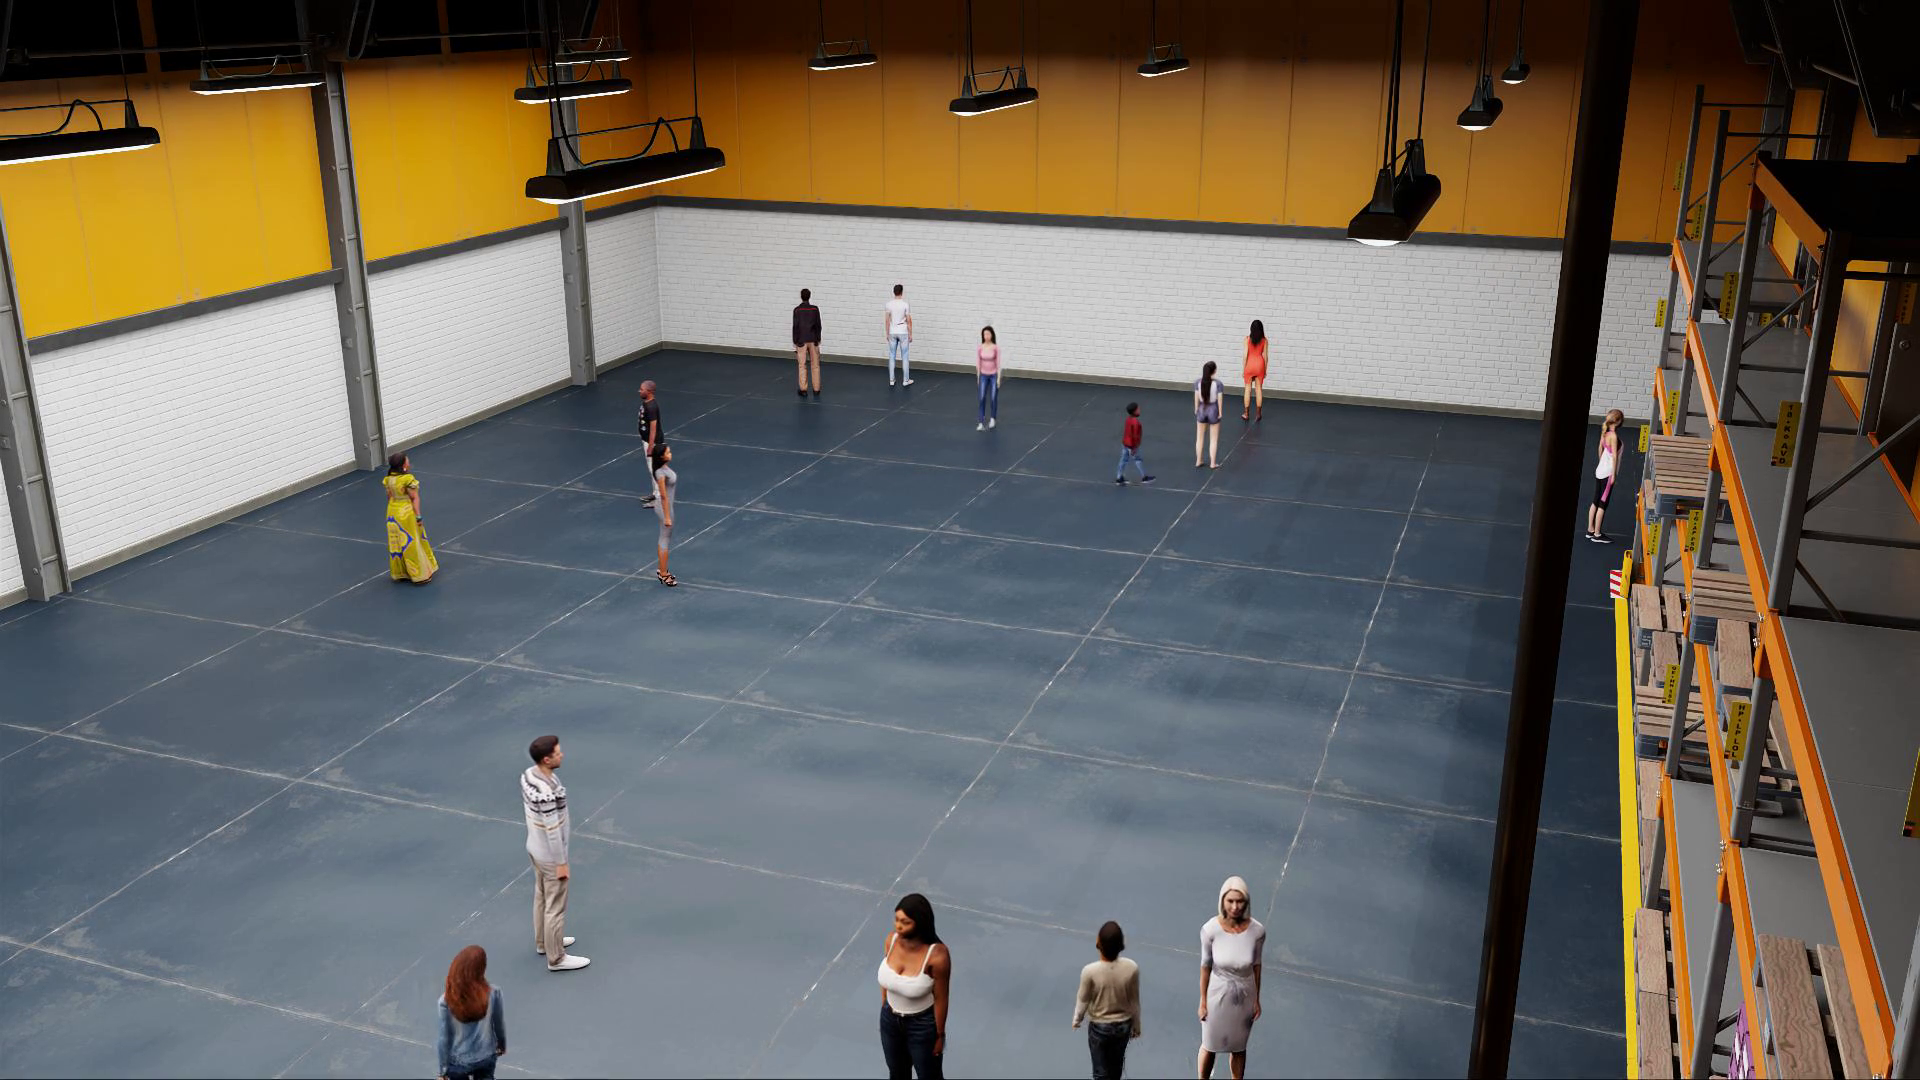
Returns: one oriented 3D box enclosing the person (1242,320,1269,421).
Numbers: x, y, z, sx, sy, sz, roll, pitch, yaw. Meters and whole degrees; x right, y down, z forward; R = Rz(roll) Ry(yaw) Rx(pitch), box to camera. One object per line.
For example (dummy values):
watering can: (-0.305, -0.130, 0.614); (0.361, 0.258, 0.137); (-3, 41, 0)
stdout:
person: (4.981, -2.883, 28.113); (0.656, 1.719, 0.645); (0, 19, -1)

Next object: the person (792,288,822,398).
person: (-2.744, -3.542, 29.748); (0.786, 1.924, 0.826); (-7, 20, -20)

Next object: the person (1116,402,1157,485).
person: (2.460, -1.390, 24.448); (0.855, 1.230, 0.811); (-7, 20, -21)

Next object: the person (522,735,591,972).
person: (-3.083, 2.315, 12.457); (0.790, 1.860, 0.758); (-11, 21, -29)

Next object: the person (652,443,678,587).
person: (-3.629, -0.325, 20.422); (0.737, 1.781, 0.630); (-3, 19, -9)

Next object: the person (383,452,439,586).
person: (-6.831, -0.280, 20.475); (0.894, 1.660, 0.823); (10, 21, 27)

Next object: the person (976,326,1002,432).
person: (0.521, -2.692, 27.551); (0.655, 1.715, 1.009); (4, 19, 13)

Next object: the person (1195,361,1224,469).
person: (3.787, -1.917, 25.355); (0.618, 1.649, 0.544); (9, 21, 26)

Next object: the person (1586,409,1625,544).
person: (8.545, -0.864, 22.013); (0.738, 1.786, 0.587); (0, 19, -1)

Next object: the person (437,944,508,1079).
person: (-3.043, 3.246, 10.328); (0.722, 1.455, 0.791); (-15, 24, -38)

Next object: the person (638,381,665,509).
person: (-4.346, -1.374, 23.498); (0.819, 1.805, 0.730); (-5, 19, -15)

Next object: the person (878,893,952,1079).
person: (-0.284, 3.020, 10.443); (0.706, 1.809, 0.693); (13, 23, 34)

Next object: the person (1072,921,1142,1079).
person: (0.971, 3.152, 10.615); (0.758, 1.450, 0.854); (-4, 19, -11)

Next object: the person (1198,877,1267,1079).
person: (1.733, 2.955, 10.729); (0.632, 1.751, 0.623); (-1, 19, -3)

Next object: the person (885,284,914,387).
person: (-1.126, -3.771, 30.543); (0.668, 1.851, 0.563); (5, 19, 14)
